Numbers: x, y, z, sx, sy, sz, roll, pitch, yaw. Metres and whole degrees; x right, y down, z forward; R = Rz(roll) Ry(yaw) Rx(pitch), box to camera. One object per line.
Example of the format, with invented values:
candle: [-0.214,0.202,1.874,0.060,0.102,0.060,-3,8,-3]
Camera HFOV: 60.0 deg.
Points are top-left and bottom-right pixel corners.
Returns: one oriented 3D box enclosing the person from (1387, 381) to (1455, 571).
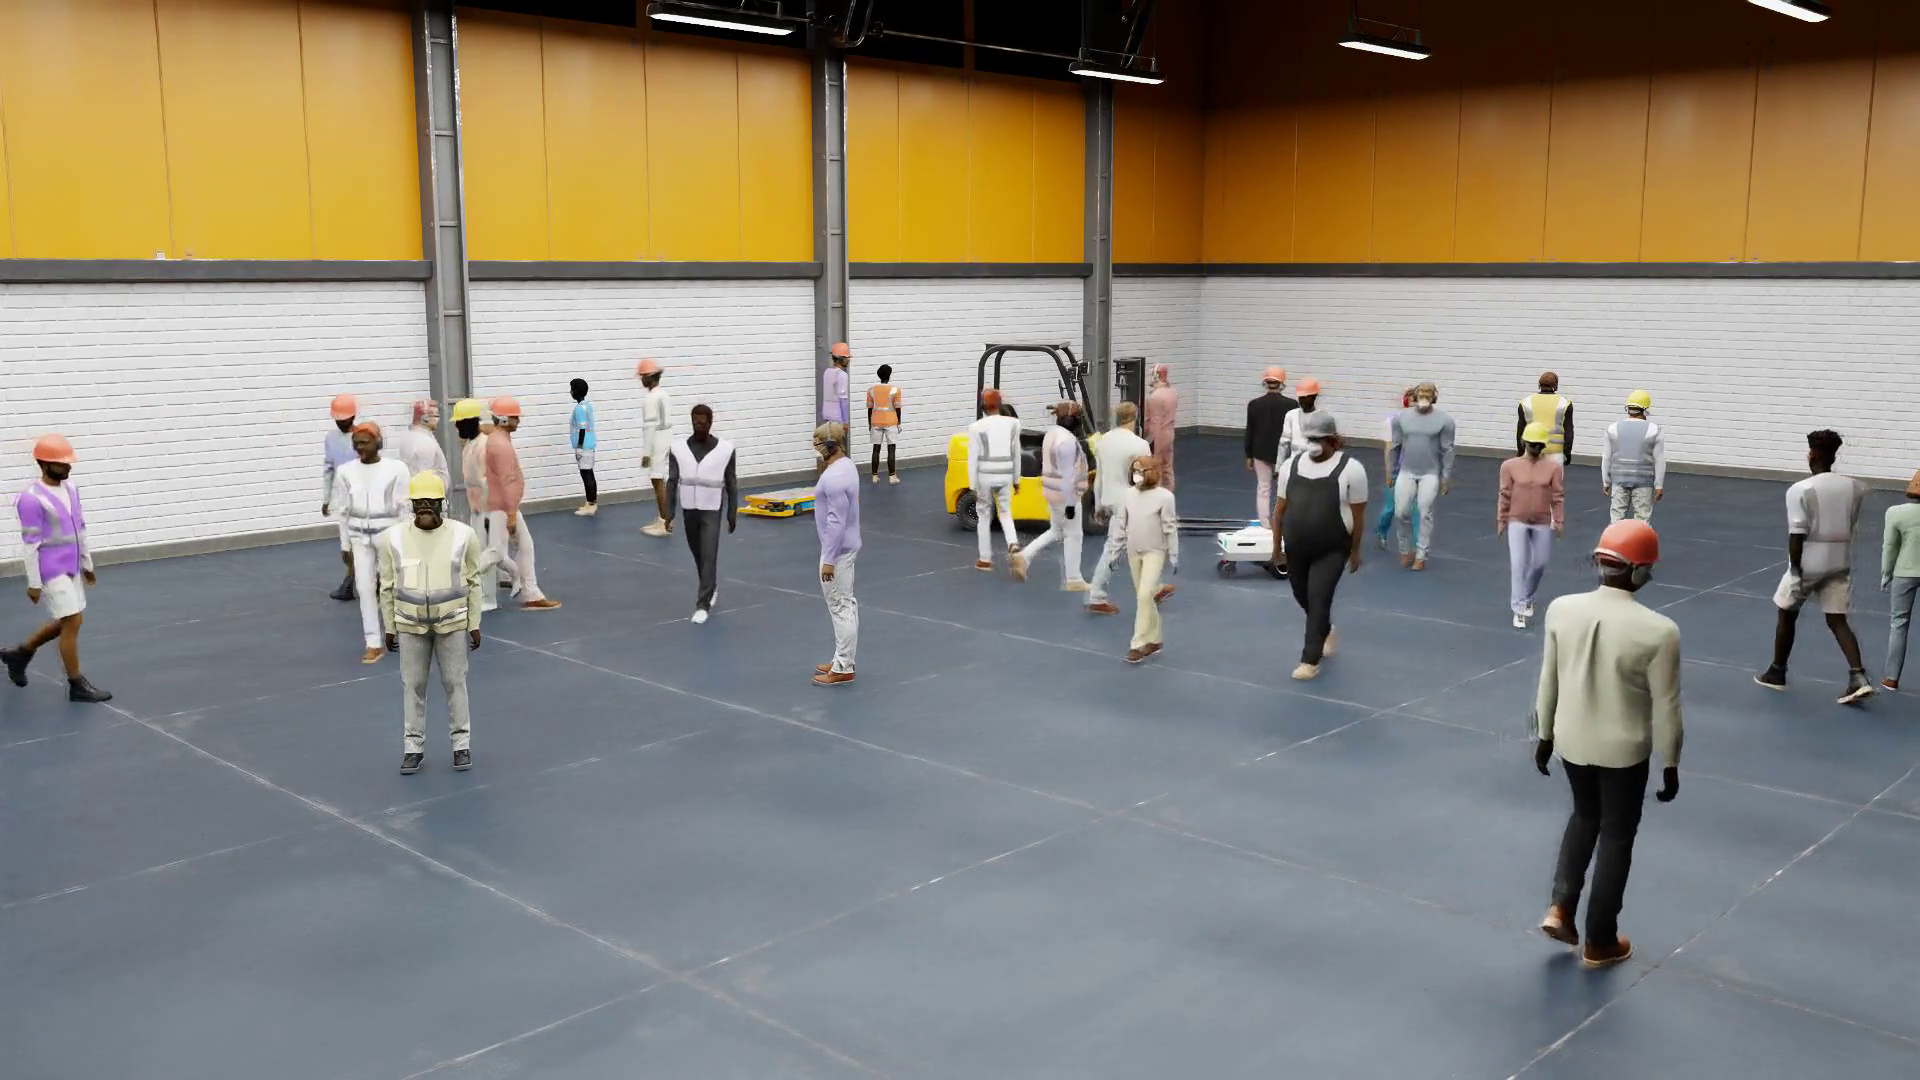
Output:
person: [4.604,-0.637,16.698,0.670,1.916,0.472,4,10,25]

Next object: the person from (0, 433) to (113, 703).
person: [-6.394,0.200,11.622,0.787,1.909,0.576,0,9,1]

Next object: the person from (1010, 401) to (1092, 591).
person: [0.893,-0.401,15.593,0.721,1.821,0.628,-2,9,-12]

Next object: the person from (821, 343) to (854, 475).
person: [-1.673,-1.700,22.913,0.446,2.030,0.623,-5,11,-29]

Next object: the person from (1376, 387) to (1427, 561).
person: [4.712,-0.724,17.625,0.568,1.824,0.871,-1,9,-8]

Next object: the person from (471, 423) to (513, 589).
person: [-4.535,-0.305,15.633,0.763,1.599,0.490,-6,11,-33]

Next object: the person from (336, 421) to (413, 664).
person: [-4.519,0.001,12.933,0.577,1.873,0.586,0,9,0]

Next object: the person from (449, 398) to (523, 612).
person: [-4.173,-0.312,14.756,0.619,1.907,0.598,-5,11,-28]

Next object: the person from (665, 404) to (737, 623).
person: [-2.255,-0.272,14.628,0.596,1.882,1.002,1,9,7]

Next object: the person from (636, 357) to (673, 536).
person: [-3.474,-1.060,18.927,0.391,2.040,0.613,0,9,3]

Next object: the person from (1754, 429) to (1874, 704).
person: [6.082,0.181,11.685,0.596,1.924,0.910,-1,9,-7]

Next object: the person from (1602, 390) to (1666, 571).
person: [6.757,-0.591,16.686,0.601,1.830,0.404,6,11,34]

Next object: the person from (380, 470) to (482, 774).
person: [-3.184,0.492,10.030,0.591,1.837,0.403,-2,9,-12]

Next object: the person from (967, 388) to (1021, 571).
person: [0.362,-0.584,16.553,0.590,1.862,0.651,-3,10,-20]

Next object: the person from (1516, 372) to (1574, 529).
person: [6.835,-1.046,19.445,0.632,1.842,0.429,5,10,26]

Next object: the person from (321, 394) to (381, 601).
person: [-5.620,-0.391,15.270,0.592,1.882,0.867,3,10,18]

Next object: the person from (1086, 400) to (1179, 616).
person: [1.531,-0.283,14.659,1.035,1.867,0.691,-5,10,-28]

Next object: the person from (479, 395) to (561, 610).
person: [-4.058,-0.296,14.541,0.994,1.952,0.634,-3,10,-19]

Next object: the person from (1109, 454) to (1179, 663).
person: [1.366,0.145,12.835,0.532,1.602,0.758,8,12,41]

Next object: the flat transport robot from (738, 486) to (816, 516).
flat transport robot: [-2.067,-0.489,20.833,0.652,0.197,1.431,6,11,34]

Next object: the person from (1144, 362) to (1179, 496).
person: [2.408,-1.209,20.264,0.407,1.908,0.647,5,11,28]

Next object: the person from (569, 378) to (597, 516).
person: [-4.643,-1.146,20.495,0.318,1.698,0.539,0,9,-2]

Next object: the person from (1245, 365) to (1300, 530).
person: [3.469,-0.938,18.345,0.644,1.980,0.518,5,10,26]

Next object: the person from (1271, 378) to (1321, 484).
person: [3.550,-0.732,17.337,0.876,1.903,0.567,-9,13,-44]

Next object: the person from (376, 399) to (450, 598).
person: [-4.920,-0.340,15.057,0.778,1.882,0.655,-7,12,-37]

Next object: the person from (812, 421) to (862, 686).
person: [-0.909,0.098,12.147,0.373,1.937,0.629,0,9,2]

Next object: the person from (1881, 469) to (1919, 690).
person: [6.874,0.286,11.918,0.500,1.633,0.286,5,10,27]

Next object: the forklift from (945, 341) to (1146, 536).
forklift: [0.977,-1.223,19.452,2.313,2.155,1.214,2,9,11]

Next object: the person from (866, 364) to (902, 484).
person: [-1.066,-1.629,23.487,0.535,1.693,0.317,3,10,19]

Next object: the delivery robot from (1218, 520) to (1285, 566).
delivery robot: [2.912,0.045,16.405,0.707,0.478,0.477,0,9,-2]

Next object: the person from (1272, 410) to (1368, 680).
person: [2.721,-0.028,12.598,0.689,2.000,0.963,7,11,36]

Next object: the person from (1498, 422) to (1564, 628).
person: [4.886,-0.153,14.272,0.534,1.748,0.702,1,9,8]

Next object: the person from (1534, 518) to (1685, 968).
person: [2.820,0.883,7.198,0.441,1.974,0.643,-7,12,-38]
